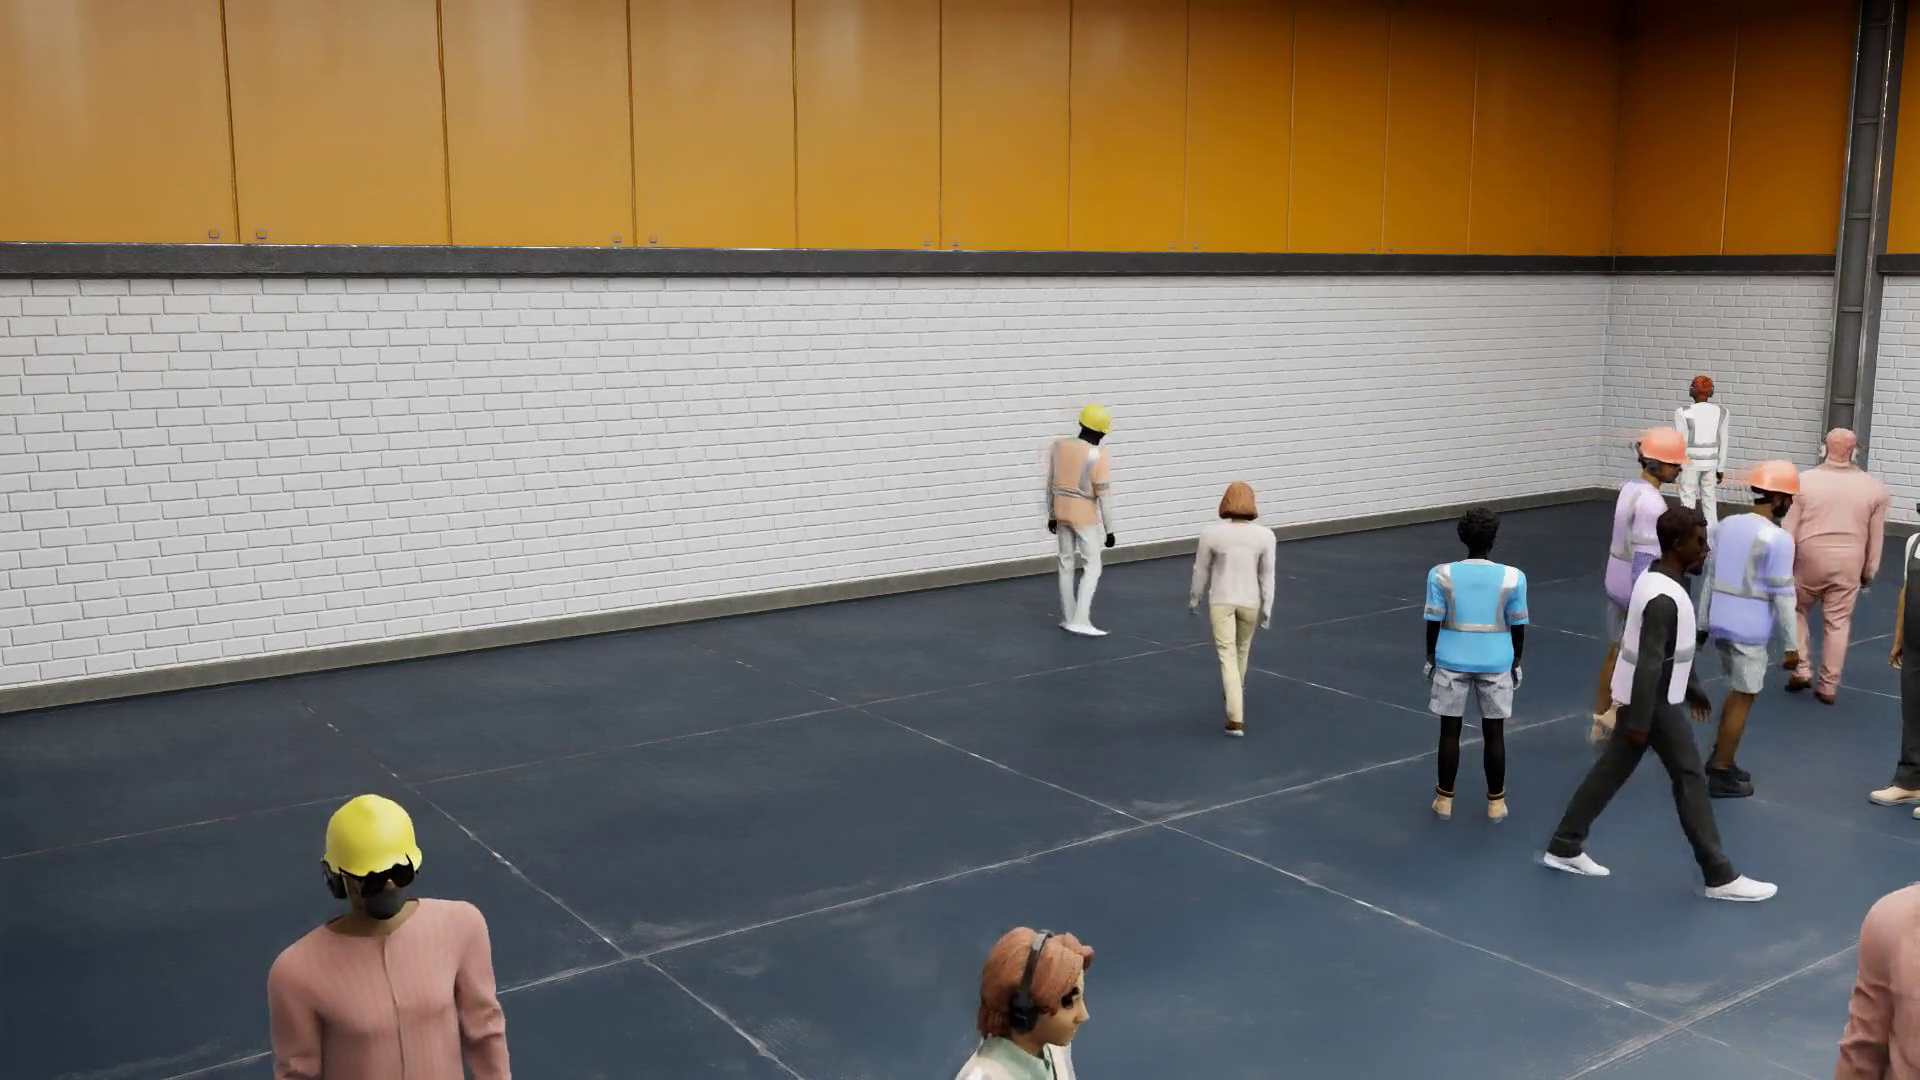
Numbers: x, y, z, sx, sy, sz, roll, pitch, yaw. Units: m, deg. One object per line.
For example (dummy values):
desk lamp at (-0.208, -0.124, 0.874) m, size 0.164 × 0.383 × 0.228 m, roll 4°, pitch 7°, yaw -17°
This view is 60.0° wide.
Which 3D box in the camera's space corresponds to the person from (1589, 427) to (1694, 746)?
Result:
person at (4.130, 0.311, 10.135) m, size 0.508 × 2.014 × 0.746 m, roll 1°, pitch 9°, yaw 8°

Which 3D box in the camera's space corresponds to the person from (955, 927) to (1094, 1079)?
person at (0.132, 1.592, 3.490) m, size 0.643 × 1.612 × 0.512 m, roll 3°, pitch 10°, yaw 17°

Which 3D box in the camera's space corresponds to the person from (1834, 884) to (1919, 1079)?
person at (2.292, 1.428, 3.685) m, size 0.686 × 1.888 × 0.640 m, roll -9°, pitch 13°, yaw -43°

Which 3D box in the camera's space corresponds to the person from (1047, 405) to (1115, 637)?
person at (0.942, -0.155, 13.437) m, size 0.675 × 1.885 × 0.492 m, roll 8°, pitch 12°, yaw 41°

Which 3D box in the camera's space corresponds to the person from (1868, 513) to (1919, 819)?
person at (5.251, 0.587, 8.962) m, size 0.332 × 1.844 × 0.508 m, roll -3°, pitch 10°, yaw -15°

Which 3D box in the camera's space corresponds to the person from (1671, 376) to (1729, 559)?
person at (7.545, -0.737, 17.018) m, size 0.576 × 1.881 × 0.354 m, roll 0°, pitch 9°, yaw -2°

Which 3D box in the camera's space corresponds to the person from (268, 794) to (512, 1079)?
person at (-1.416, 1.429, 4.106) m, size 0.531 × 1.738 × 0.797 m, roll -7°, pitch 12°, yaw -37°

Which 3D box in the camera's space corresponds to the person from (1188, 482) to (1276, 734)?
person at (1.765, 0.418, 10.788) m, size 0.514 × 1.585 × 0.850 m, roll -1°, pitch 9°, yaw -5°

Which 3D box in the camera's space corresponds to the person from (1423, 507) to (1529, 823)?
person at (2.752, 0.668, 8.914) m, size 0.539 × 1.698 × 0.318 m, roll 3°, pitch 10°, yaw 15°

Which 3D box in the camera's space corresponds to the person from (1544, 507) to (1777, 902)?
person at (3.326, 0.755, 7.901) m, size 1.027 × 1.863 × 0.604 m, roll 3°, pitch 10°, yaw 18°

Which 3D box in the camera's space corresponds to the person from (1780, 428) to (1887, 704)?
person at (5.933, 0.172, 11.400) m, size 0.671 × 1.882 × 0.480 m, roll 2°, pitch 9°, yaw 13°

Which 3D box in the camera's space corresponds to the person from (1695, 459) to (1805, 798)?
person at (4.412, 0.499, 9.313) m, size 0.551 × 1.909 × 0.597 m, roll -2°, pitch 9°, yaw -14°
